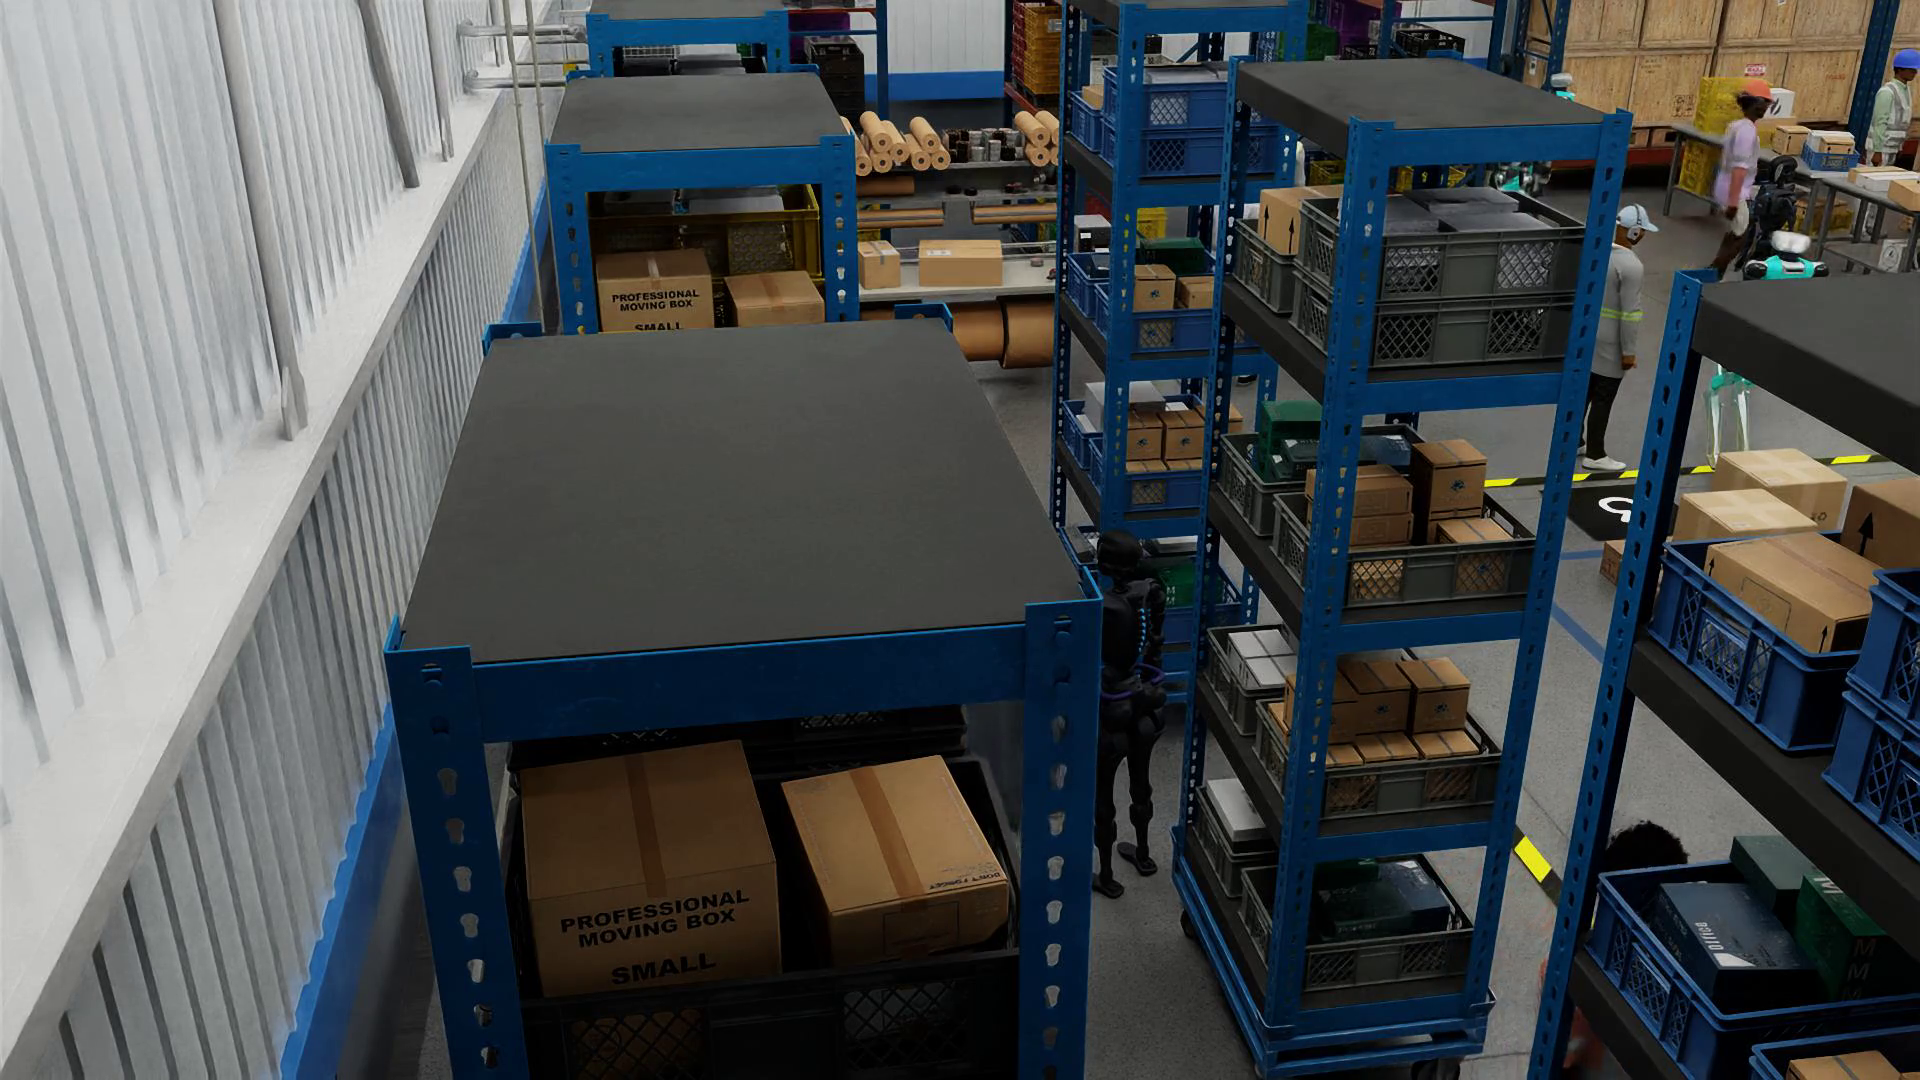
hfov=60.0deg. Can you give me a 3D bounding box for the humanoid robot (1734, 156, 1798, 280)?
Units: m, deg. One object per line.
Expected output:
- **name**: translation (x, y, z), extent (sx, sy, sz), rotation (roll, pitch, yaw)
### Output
- **humanoid robot**: translation (6.613, -2.317, 13.631), extent (0.315, 1.657, 0.599), rotation (-3, 25, -7)

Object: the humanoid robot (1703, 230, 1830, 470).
- **humanoid robot**: translation (5.346, -1.311, 11.229), extent (0.533, 1.677, 0.735), rotation (1, 25, 1)

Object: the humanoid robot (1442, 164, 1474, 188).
- **humanoid robot**: translation (5.124, -3.774, 16.799), extent (0.599, 1.657, 0.315), rotation (3, 25, 6)

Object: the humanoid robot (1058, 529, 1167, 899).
- **humanoid robot**: translation (0.655, 0.725, 7.018), extent (0.599, 1.657, 0.315), rotation (-19, 31, -36)

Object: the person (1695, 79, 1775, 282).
- **person**: translation (6.985, -3.106, 14.986), extent (0.434, 2.003, 0.658), rotation (8, 26, 17)

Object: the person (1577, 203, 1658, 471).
- **person**: translation (4.483, -1.392, 11.432), extent (0.387, 1.851, 0.587), rotation (-5, 25, -10)

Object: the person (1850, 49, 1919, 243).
- **person**: translation (9.495, -4.039, 17.070), extent (0.381, 1.948, 0.603), rotation (22, 33, 39)

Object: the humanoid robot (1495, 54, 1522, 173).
- **humanoid robot**: translation (5.973, -4.606, 18.619), extent (0.596, 1.642, 0.363), rotation (-7, 26, -14)

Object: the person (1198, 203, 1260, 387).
- **person**: translation (2.145, -2.093, 12.987), extent (0.585, 1.824, 0.403), rotation (11, 27, 22)

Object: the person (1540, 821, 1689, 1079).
- **person**: translation (1.905, 1.631, 4.777), extent (0.630, 1.927, 0.555), rotation (-6, 25, -12)

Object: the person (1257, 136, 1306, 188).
- **person**: translation (2.760, -2.947, 14.820), extent (0.625, 1.846, 0.429), rotation (11, 27, 22)

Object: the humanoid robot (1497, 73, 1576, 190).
- **humanoid robot**: translation (5.735, -3.857, 16.815), extent (0.743, 1.694, 0.530), rotation (5, 25, 12)

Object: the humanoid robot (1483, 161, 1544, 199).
- **humanoid robot**: translation (5.204, -3.243, 15.605), extent (0.575, 1.770, 0.922), rotation (3, 25, 6)

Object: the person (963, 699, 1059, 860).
- **person**: translation (0.047, 0.904, 6.359), extent (0.652, 1.915, 0.453), rotation (-6, 25, -12)
